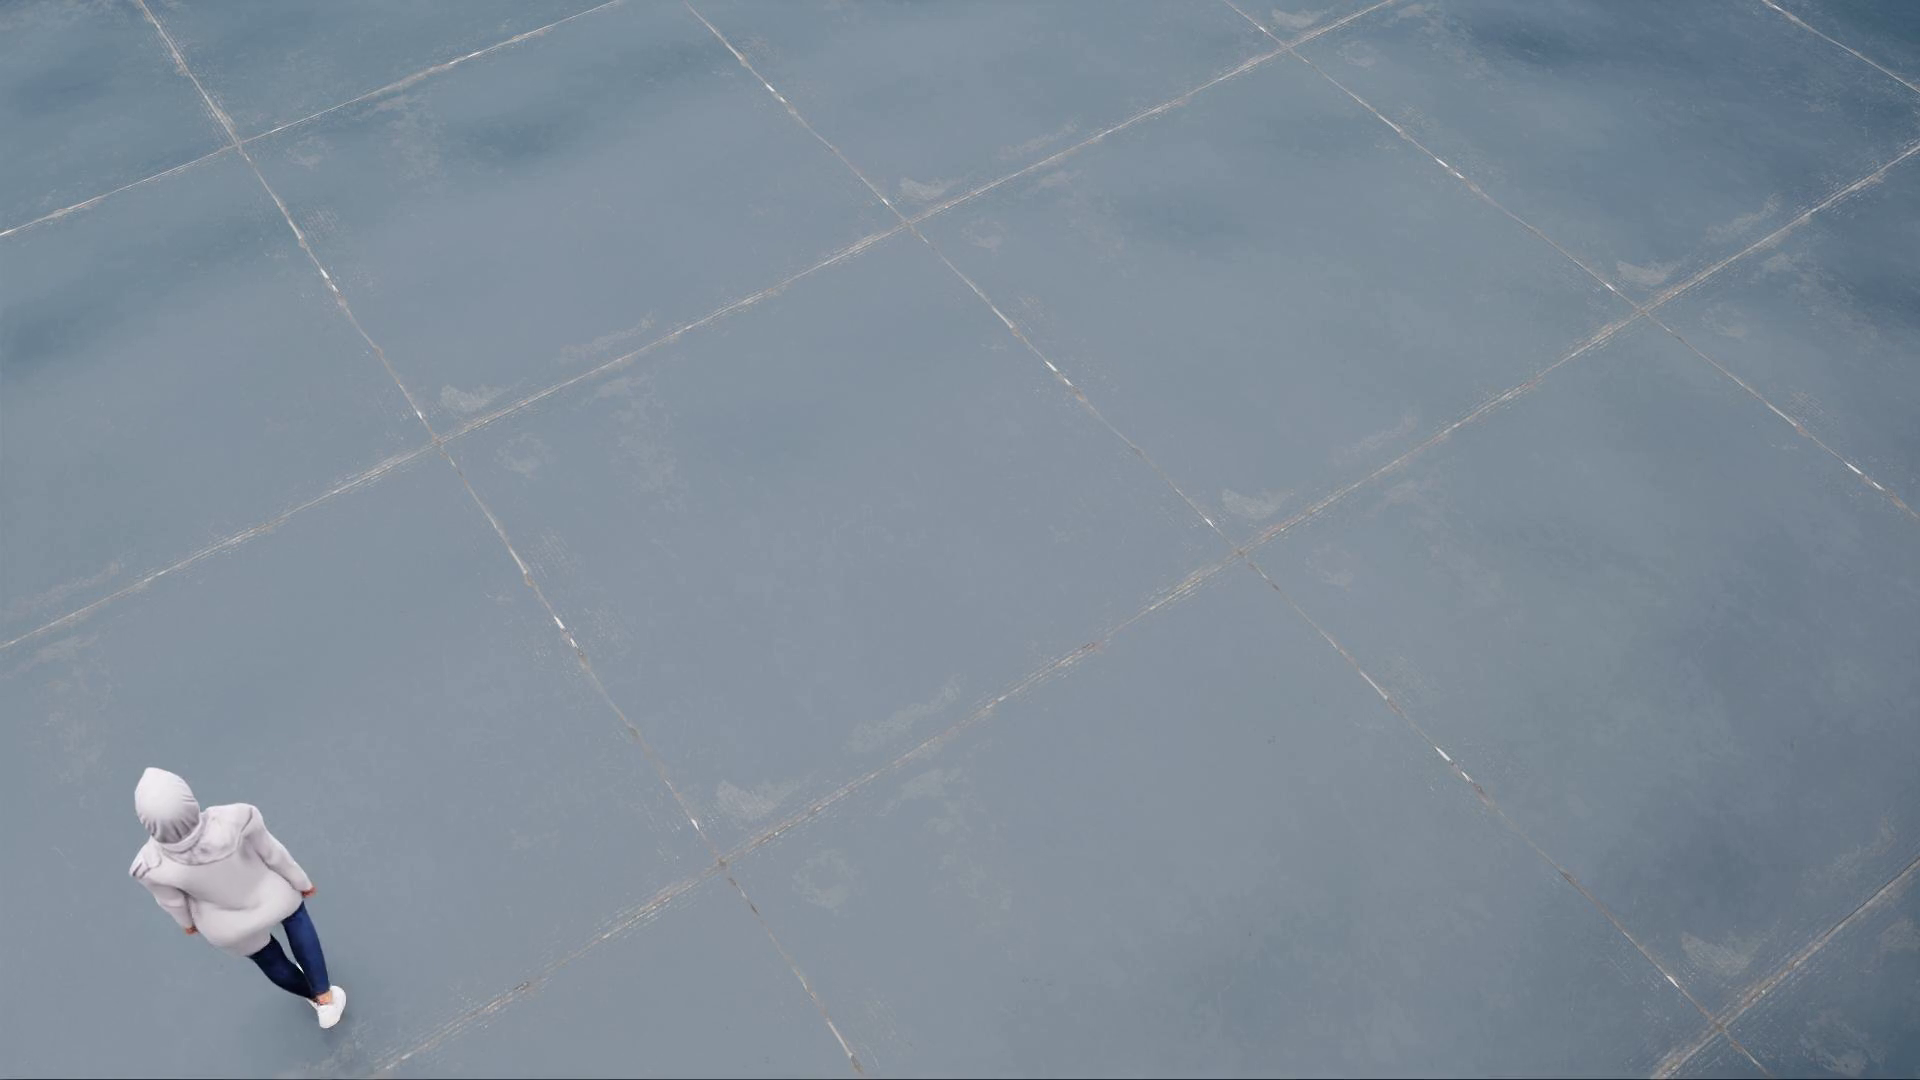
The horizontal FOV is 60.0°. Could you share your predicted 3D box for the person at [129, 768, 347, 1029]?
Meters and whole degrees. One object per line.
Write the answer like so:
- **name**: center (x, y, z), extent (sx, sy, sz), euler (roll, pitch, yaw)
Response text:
- **person**: center (-2.629, 1.420, 6.193), extent (0.623, 1.770, 0.655), euler (-27, 57, -19)
